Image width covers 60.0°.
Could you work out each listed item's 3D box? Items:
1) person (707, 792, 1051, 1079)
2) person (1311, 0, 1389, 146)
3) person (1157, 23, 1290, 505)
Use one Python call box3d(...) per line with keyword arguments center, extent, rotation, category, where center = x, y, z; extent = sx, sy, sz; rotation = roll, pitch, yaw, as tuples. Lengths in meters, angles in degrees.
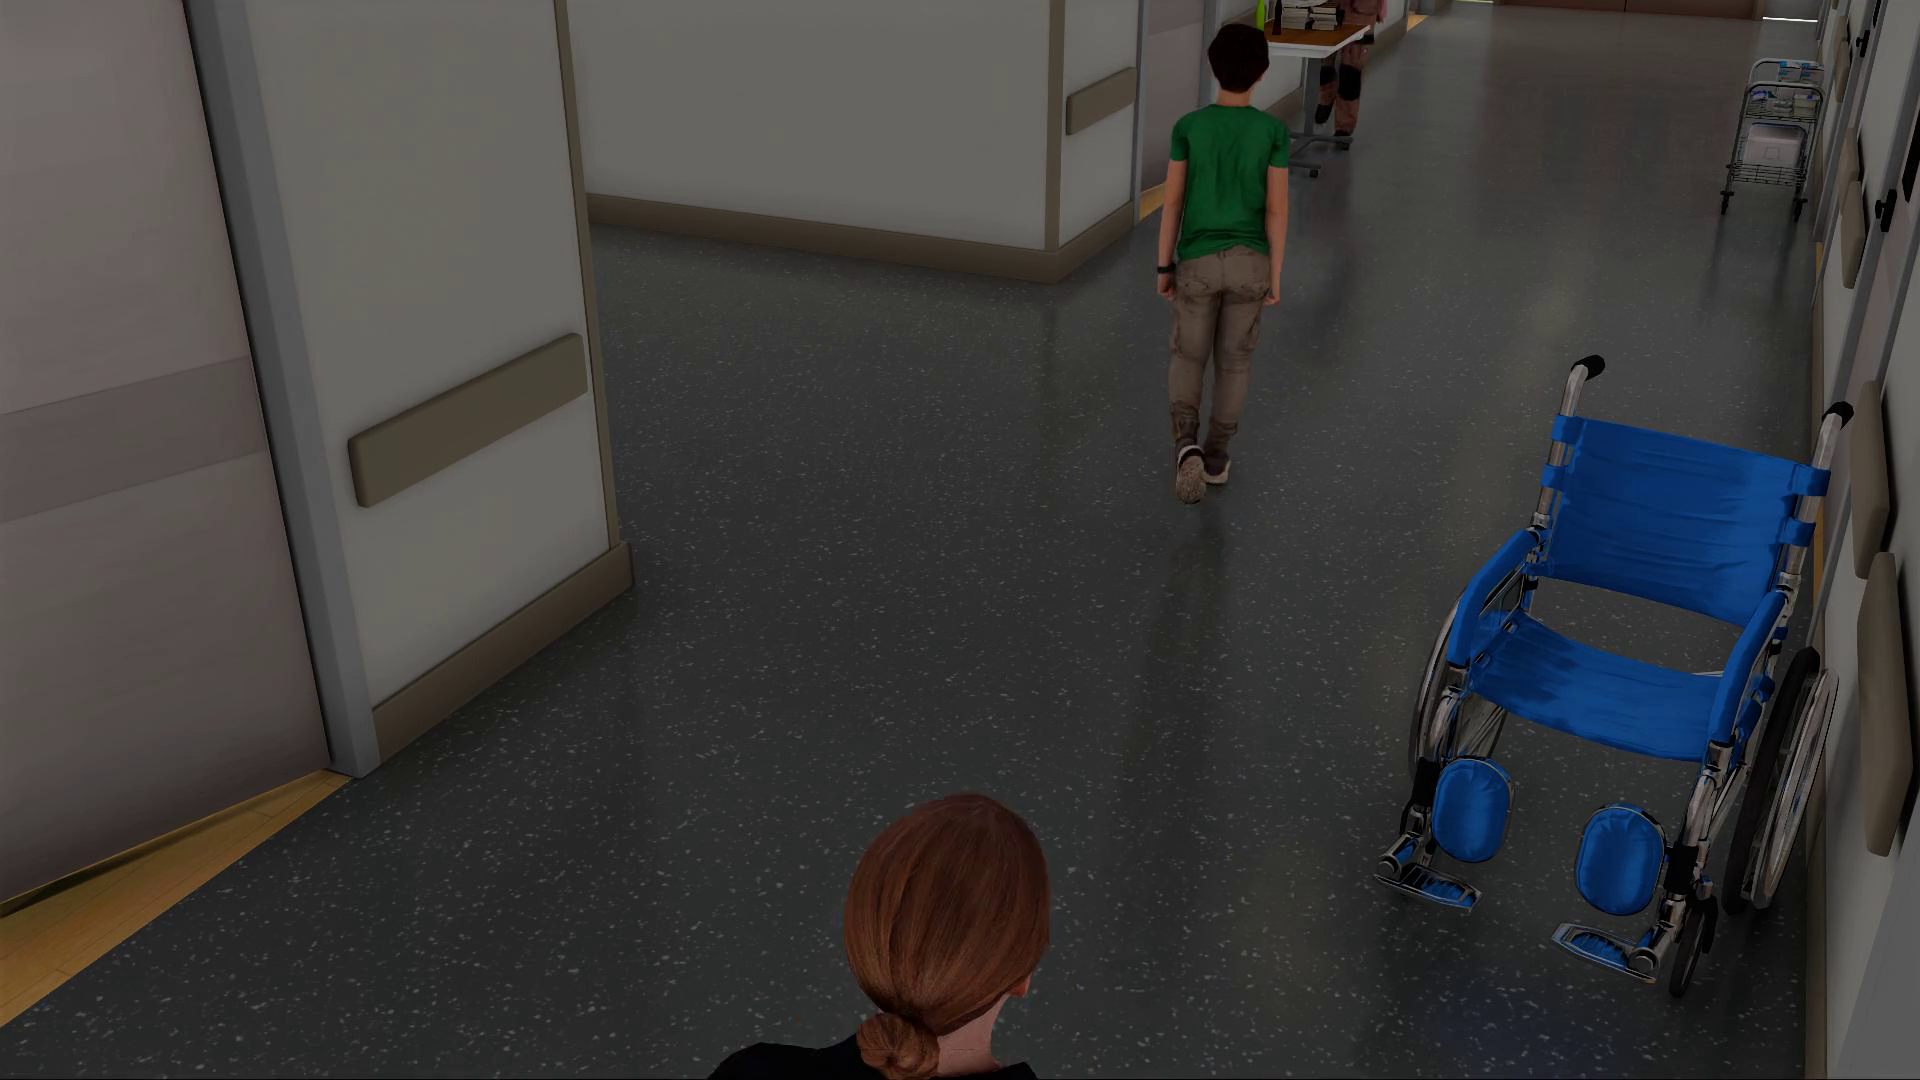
box3d(center=(-0.069, 1.058, 1.632), extent=(0.867, 1.628, 1.177), rotation=(2, 26, 5), category="person")
box3d(center=(2.593, -3.584, 11.037), extent=(0.696, 1.820, 0.829), rotation=(10, 28, 21), category="person")
box3d(center=(0.889, -0.895, 5.676), extent=(0.727, 1.634, 0.997), rotation=(5, 26, 10), category="person")
